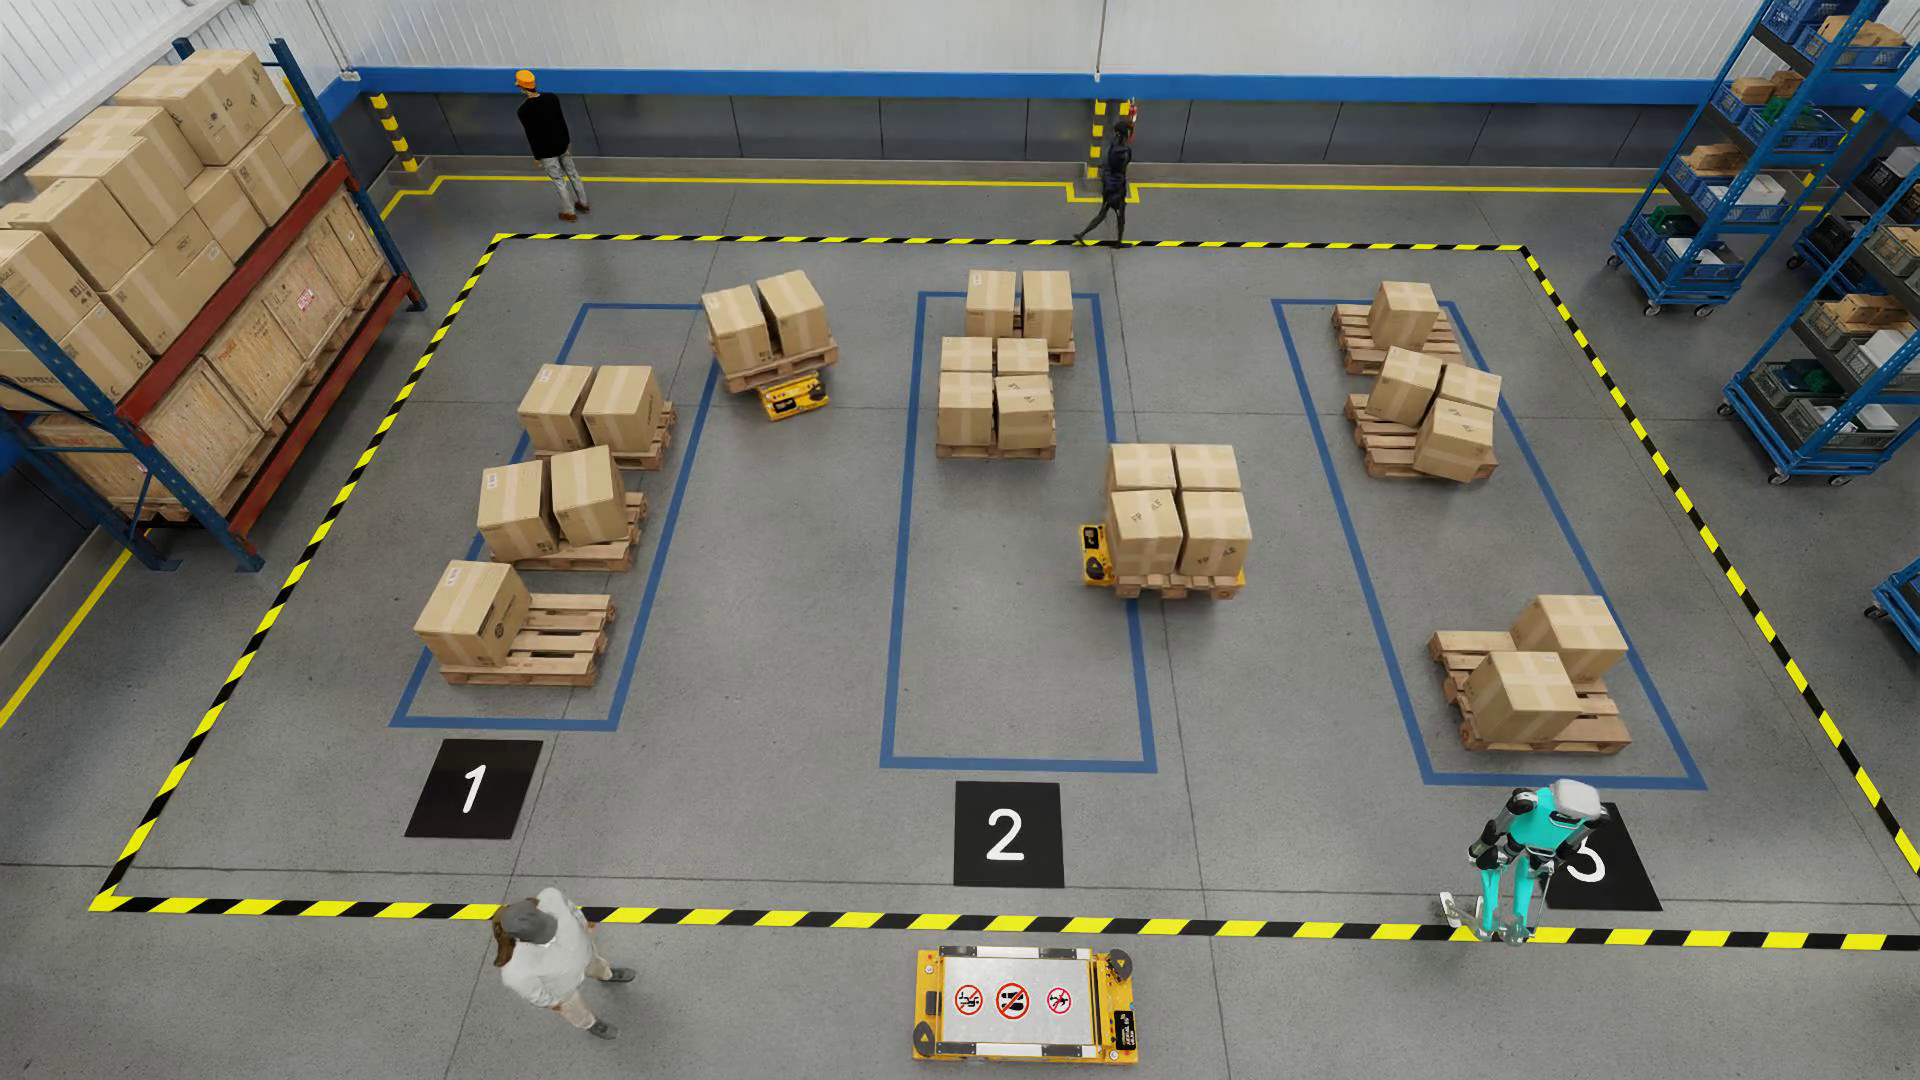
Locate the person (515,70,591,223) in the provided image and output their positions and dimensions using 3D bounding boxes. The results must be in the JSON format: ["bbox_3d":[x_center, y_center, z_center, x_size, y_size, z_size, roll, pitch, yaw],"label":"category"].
[{"bbox_3d":[-5.093,-4.887,11.431,0.373,1.881,0.585,26,55,20],"label":"person"}]

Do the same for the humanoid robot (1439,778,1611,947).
[{"bbox_3d":[3.491,2.140,5.708,0.533,1.675,0.735,10,51,8],"label":"humanoid robot"}]

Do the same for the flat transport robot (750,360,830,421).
[{"bbox_3d":[-1.993,-1.905,10.021,0.652,0.197,1.431,-21,54,-16],"label":"flat transport robot"}]

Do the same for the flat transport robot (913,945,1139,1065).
[{"bbox_3d":[0.422,3.041,6.007,1.431,0.231,0.659,1,51,1],"label":"flat transport robot"}]

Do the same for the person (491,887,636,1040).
[{"bbox_3d":[-2.361,2.517,5.469,0.407,1.762,0.564,7,51,6],"label":"person"}]

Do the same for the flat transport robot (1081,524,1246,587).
[{"bbox_3d":[1.848,0.109,8.379,1.431,0.197,0.652,1,51,1],"label":"flat transport robot"}]

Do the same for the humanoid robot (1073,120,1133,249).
[{"bbox_3d":[1.812,-4.250,11.075,0.742,1.653,0.610,-8,51,-6],"label":"humanoid robot"}]
